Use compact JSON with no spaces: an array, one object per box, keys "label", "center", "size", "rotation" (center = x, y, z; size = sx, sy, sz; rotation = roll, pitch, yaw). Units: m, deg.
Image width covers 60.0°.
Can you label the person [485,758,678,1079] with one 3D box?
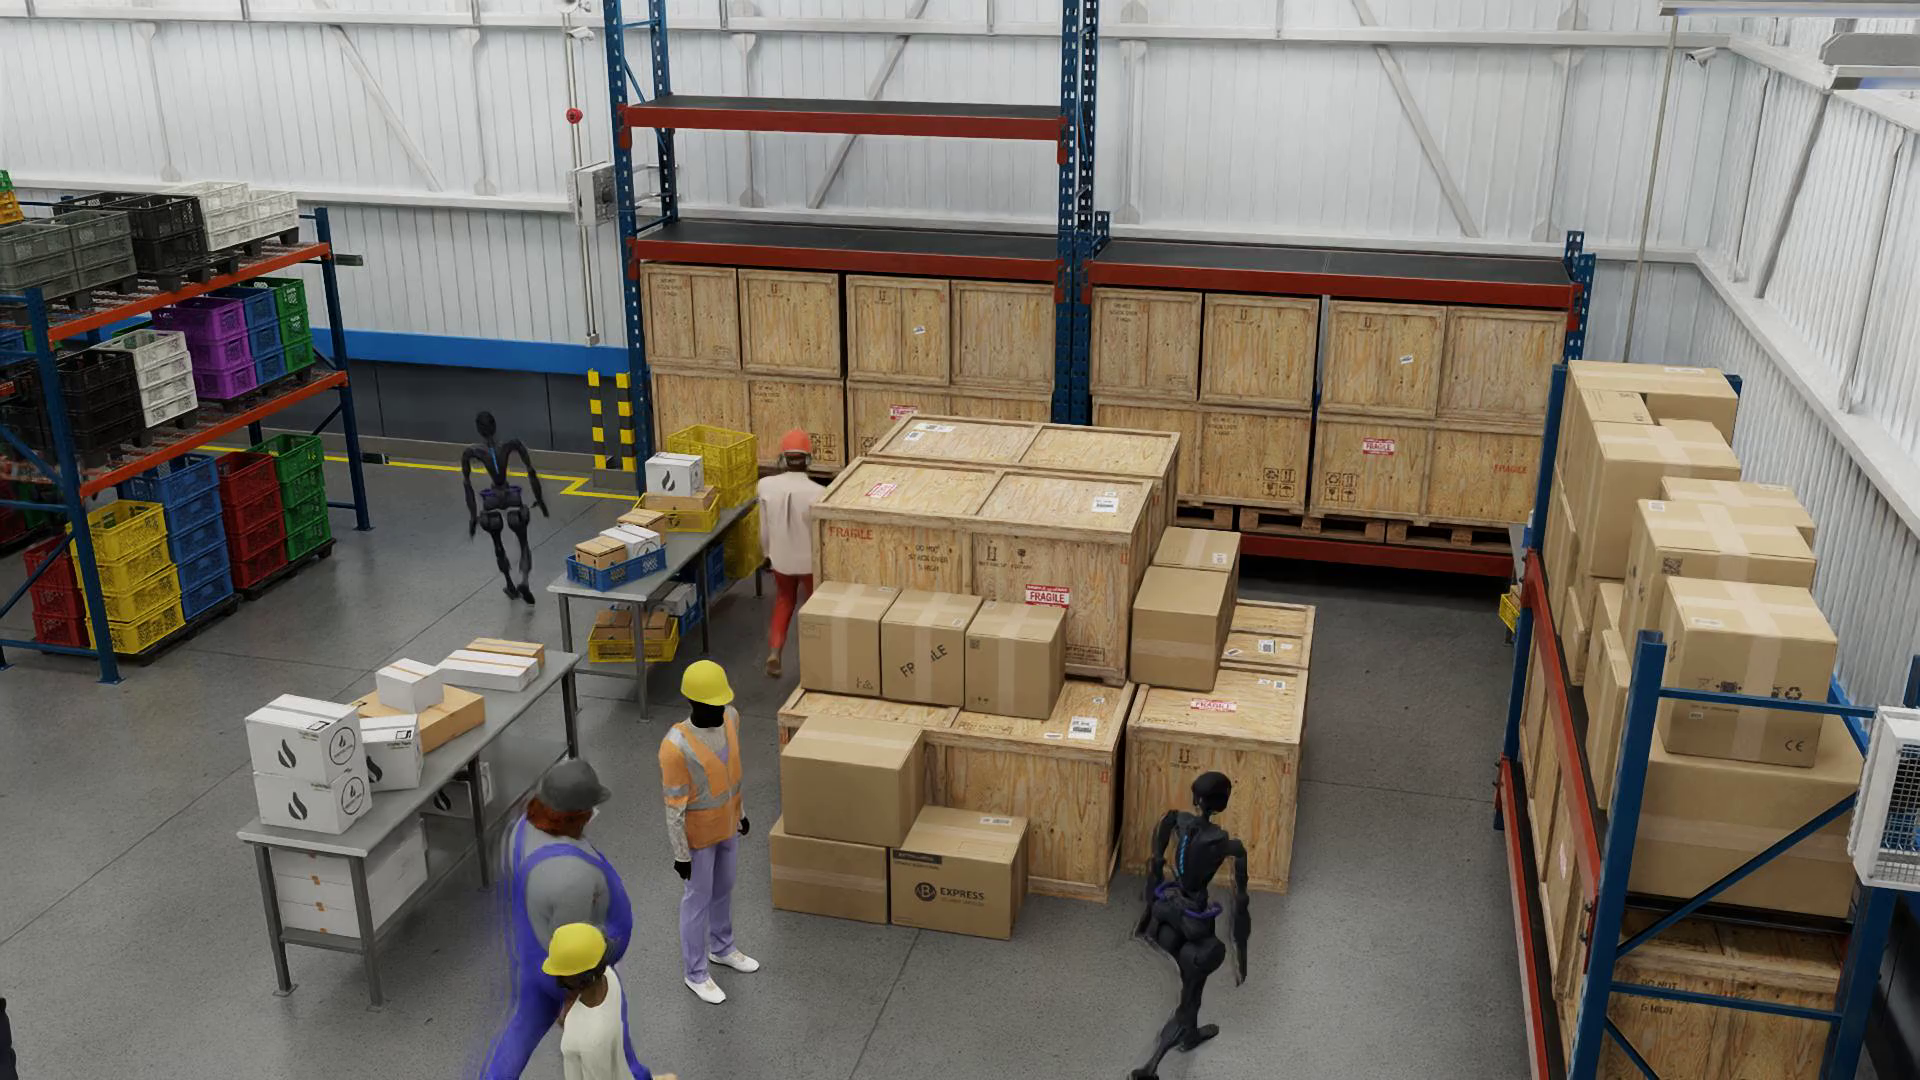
[{"label":"person","center":[-1.869,1.868,7.679],"size":[1.003,2.000,0.735],"rotation":[-14,25,-32]}]

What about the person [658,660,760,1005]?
[{"label":"person","center":[-1.307,1.510,8.774],"size":[0.369,1.925,0.594],"rotation":[11,23,26]}]

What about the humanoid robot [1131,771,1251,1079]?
[{"label":"humanoid robot","center":[1.088,1.905,8.139],"size":[0.686,1.628,0.600],"rotation":[-17,26,-37]}]

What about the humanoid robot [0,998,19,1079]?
[{"label":"humanoid robot","center":[-4.363,2.217,7.258],"size":[0.616,1.655,0.310],"rotation":[5,21,13]}]

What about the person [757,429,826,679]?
[{"label":"person","center":[-1.190,0.143,12.279],"size":[0.636,1.968,0.583],"rotation":[6,22,16]}]

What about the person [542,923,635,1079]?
[{"label":"person","center":[-1.494,2.333,6.847],"size":[0.319,1.765,0.522],"rotation":[-3,21,-7]}]

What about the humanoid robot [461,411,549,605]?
[{"label":"humanoid robot","center":[-3.746,-0.250,13.753],"size":[0.648,1.634,0.556],"rotation":[-6,22,-16]}]

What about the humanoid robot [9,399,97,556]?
[{"label":"humanoid robot","center":[-7.800,-0.463,14.305],"size":[0.594,1.625,0.558],"rotation":[-5,21,-13]}]
